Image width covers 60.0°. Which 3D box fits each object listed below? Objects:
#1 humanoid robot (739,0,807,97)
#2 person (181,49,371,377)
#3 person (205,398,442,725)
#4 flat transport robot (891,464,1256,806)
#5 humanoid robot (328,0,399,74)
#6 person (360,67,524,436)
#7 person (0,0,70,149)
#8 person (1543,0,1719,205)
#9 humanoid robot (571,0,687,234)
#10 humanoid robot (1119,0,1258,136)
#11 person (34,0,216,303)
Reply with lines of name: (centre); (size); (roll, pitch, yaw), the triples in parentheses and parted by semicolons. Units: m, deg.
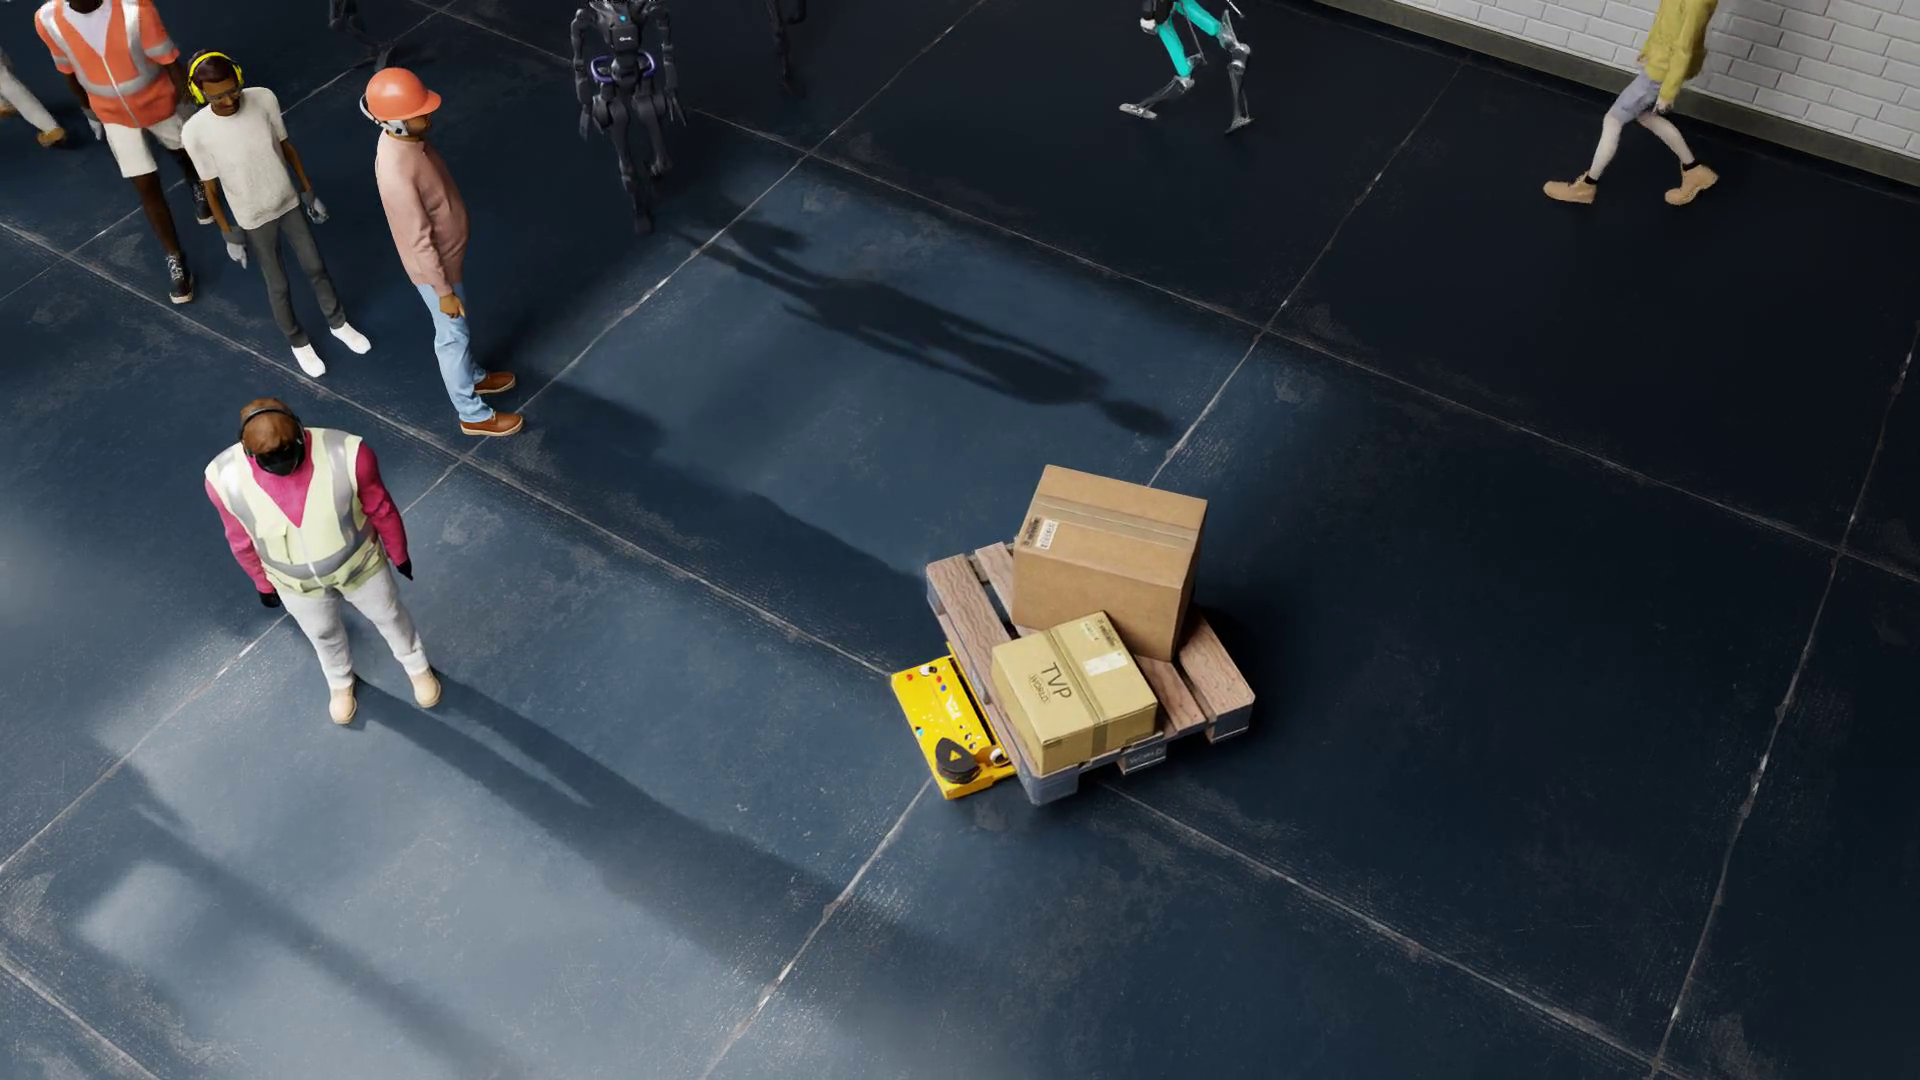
humanoid robot: (-1.112, -3.546, 10.001); (0.615, 1.646, 0.693); (-21, 52, -18)
person: (-3.373, -1.590, 8.156); (0.345, 1.856, 0.520); (35, 57, 26)
person: (-2.537, 0.101, 6.698); (0.638, 1.834, 0.431); (-11, 50, -9)
flat transport robot: (0.478, 0.611, 7.282); (1.431, 0.231, 0.659); (-17, 51, -15)
humanoid robot: (-3.748, -3.566, 9.993); (0.377, 1.644, 0.610); (-19, 51, -16)
person: (-2.444, -1.337, 7.839); (0.376, 1.995, 0.609); (-11, 50, -9)
person: (-5.665, -3.078, 9.454); (0.804, 1.858, 0.598); (14, 50, 12)
person: (3.870, -2.577, 9.015); (0.833, 1.861, 0.476); (16, 51, 14)
humanoid robot: (-1.809, -2.433, 9.005); (0.584, 1.640, 0.437); (-16, 51, -13)
humanoid robot: (1.454, -3.056, 9.523); (0.965, 1.767, 0.542); (26, 54, 21)
person: (-4.318, -2.288, 8.732); (0.628, 1.905, 1.040); (-12, 50, -10)
